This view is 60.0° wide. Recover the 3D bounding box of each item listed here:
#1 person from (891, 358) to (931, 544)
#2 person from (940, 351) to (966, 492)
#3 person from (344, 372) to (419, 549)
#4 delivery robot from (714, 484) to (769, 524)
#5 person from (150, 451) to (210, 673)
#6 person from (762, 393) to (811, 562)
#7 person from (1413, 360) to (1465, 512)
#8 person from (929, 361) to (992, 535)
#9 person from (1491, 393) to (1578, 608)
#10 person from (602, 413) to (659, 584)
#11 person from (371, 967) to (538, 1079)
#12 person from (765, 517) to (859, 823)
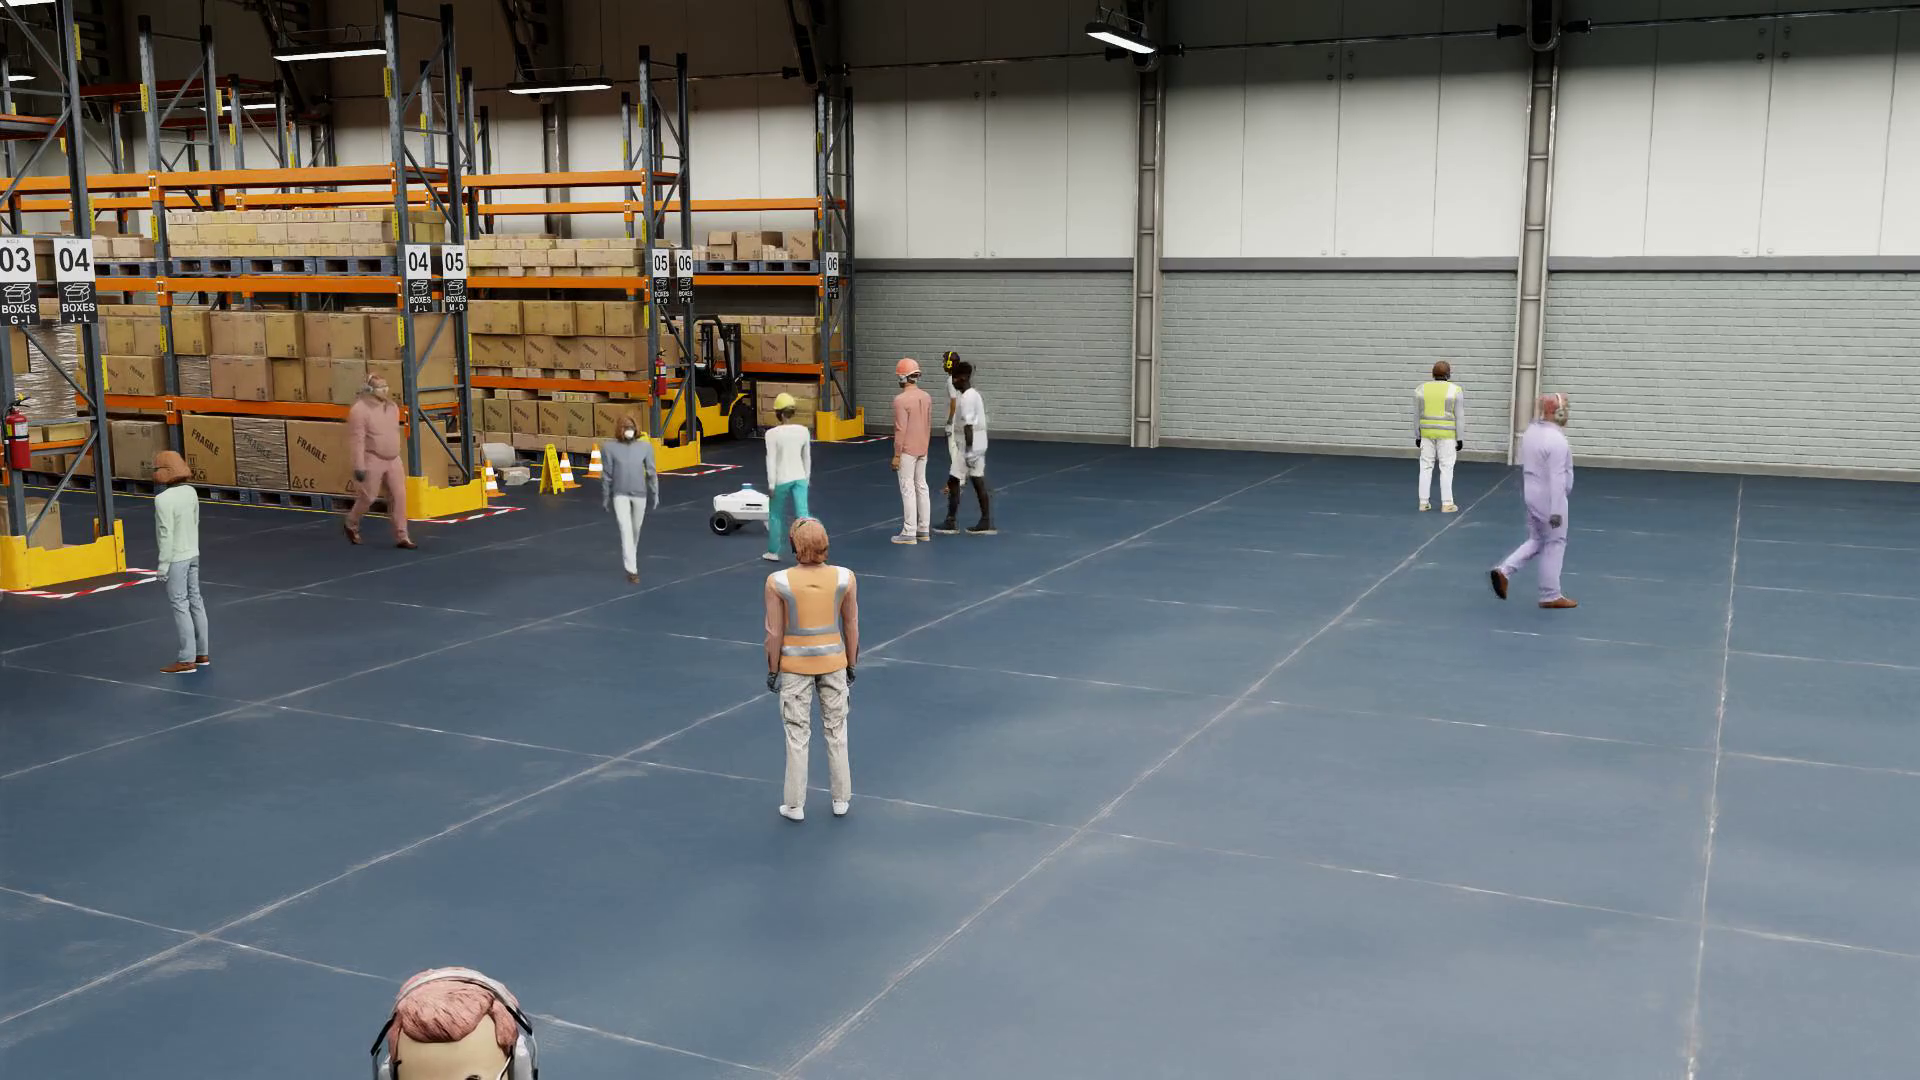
[{"bbox_3d":[-0.544,-0.953,17.897,0.396,1.992,0.623,6,11,32],"label":"person"},{"bbox_3d":[-0.088,-1.552,21.983,0.310,1.859,0.533,3,10,15],"label":"person"},{"bbox_3d":[-6.175,-0.839,17.577,0.900,1.875,0.653,5,11,30],"label":"person"},{"bbox_3d":[-2.369,-0.386,18.537,0.707,0.478,0.477,1,9,9],"label":"delivery robot"},{"bbox_3d":[-5.730,0.158,12.187,0.268,1.631,0.509,0,9,2],"label":"person"},{"bbox_3d":[-1.685,-0.599,16.521,0.530,1.725,0.892,-7,11,-35],"label":"person"},{"bbox_3d":[5.831,-1.257,20.224,0.631,1.845,0.429,7,11,36],"label":"person"},{"bbox_3d":[-0.006,-1.019,18.482,0.834,1.926,0.646,2,10,14],"label":"person"},{"bbox_3d":[5.043,-0.335,14.423,0.645,1.891,0.660,-1,9,-7],"label":"person"},{"bbox_3d":[-3.154,-0.423,15.882,0.509,1.598,0.832,-4,10,-24],"label":"person"},{"bbox_3d":[-0.758,1.582,2.625,0.652,1.906,0.402,-3,10,-20],"label":"person"},{"bbox_3d":[-0.786,0.692,8.882,0.514,1.645,0.309,-3,10,-18],"label":"person"}]
